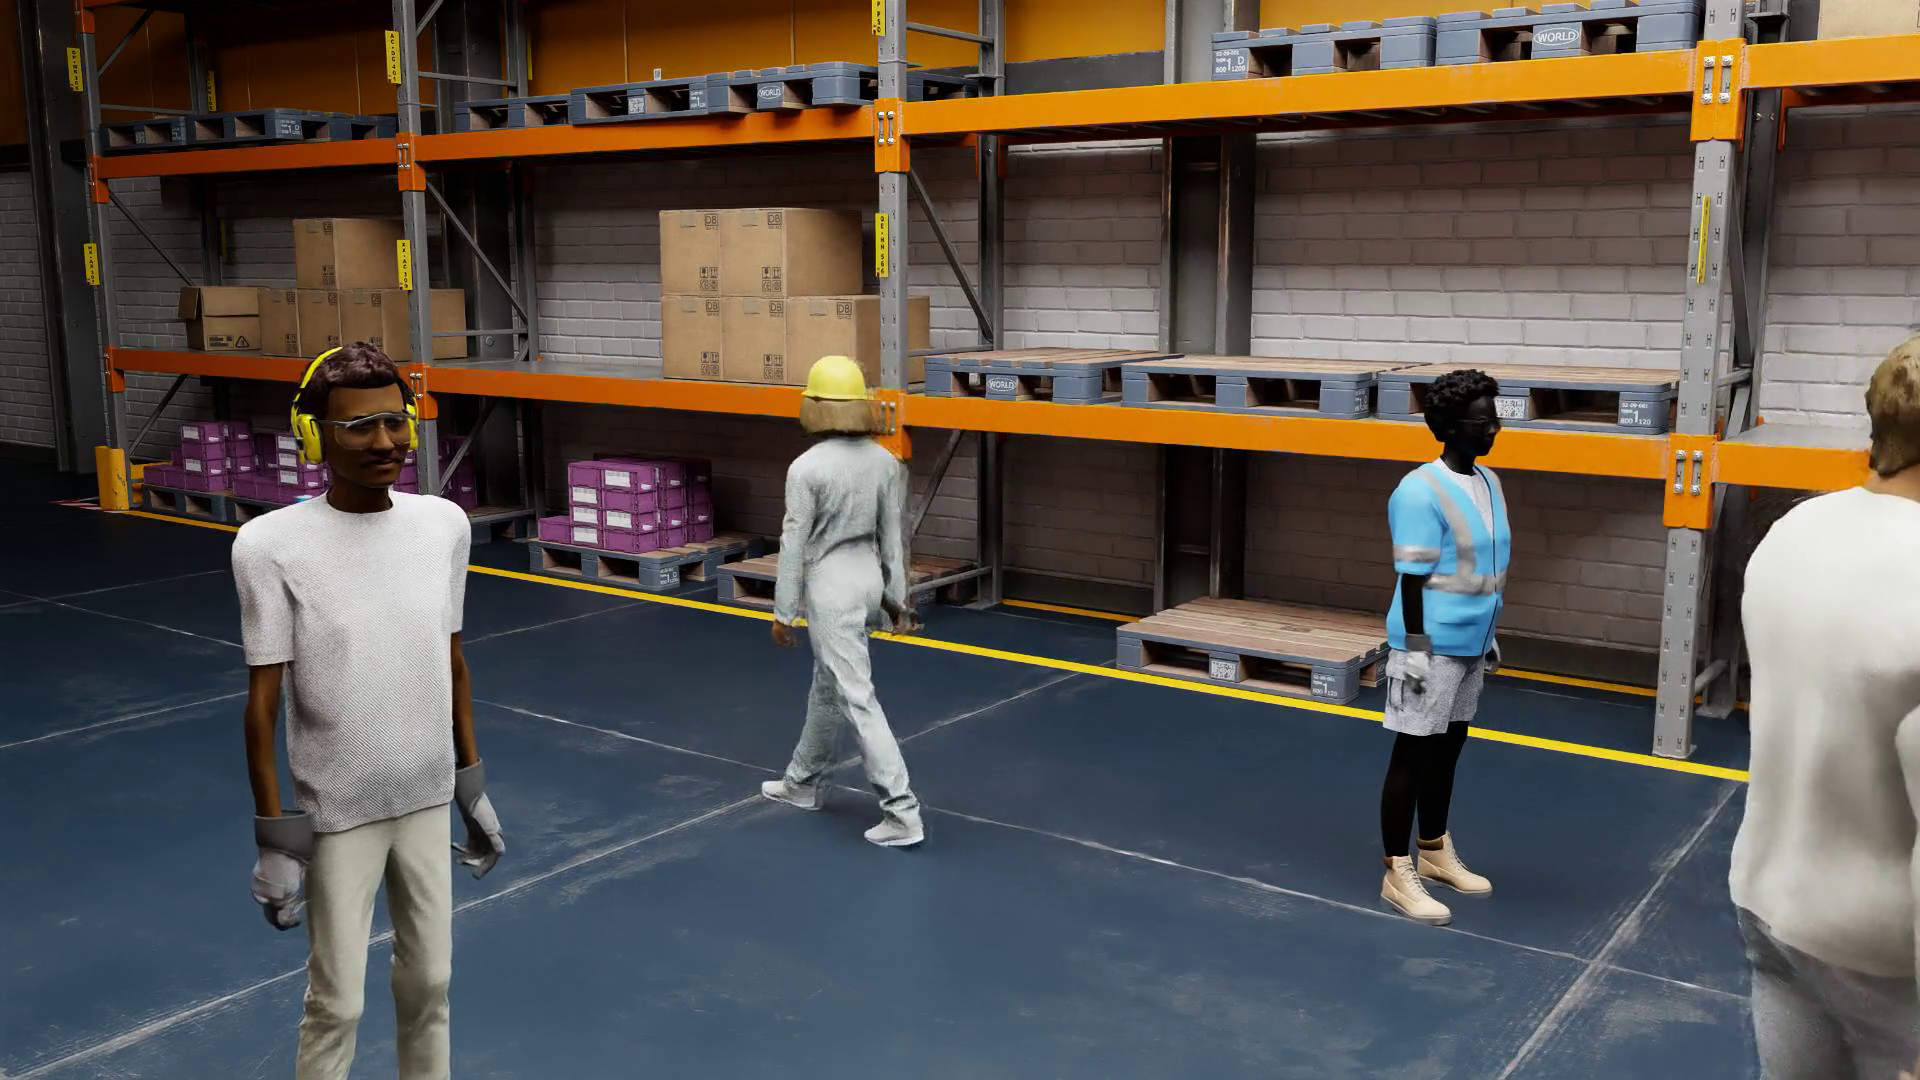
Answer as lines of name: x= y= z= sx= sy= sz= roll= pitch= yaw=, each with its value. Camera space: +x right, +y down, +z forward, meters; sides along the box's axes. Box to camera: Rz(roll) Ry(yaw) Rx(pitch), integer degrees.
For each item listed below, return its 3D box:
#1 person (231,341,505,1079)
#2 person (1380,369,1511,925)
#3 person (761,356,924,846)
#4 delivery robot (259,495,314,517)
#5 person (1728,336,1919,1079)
person: x=-1.150 y=0.544 z=3.310 sx=0.321 sy=1.871 sz=0.532 roll=8 pitch=12 yaw=39
person: x=1.510 y=0.318 z=5.162 sx=0.321 sy=1.697 sz=0.529 roll=9 pitch=13 yaw=43
person: x=-0.420 y=0.202 z=5.860 sx=0.886 sy=1.697 sz=0.499 roll=8 pitch=12 yaw=40
delivery robot: x=-4.071 y=-0.035 z=10.384 sx=0.707 sy=0.478 sz=0.477 roll=7 pitch=12 yaw=37
person: x=1.483 y=0.626 z=2.639 sx=0.480 sy=1.930 sz=0.648 roll=-1 pitch=10 yaw=-6
